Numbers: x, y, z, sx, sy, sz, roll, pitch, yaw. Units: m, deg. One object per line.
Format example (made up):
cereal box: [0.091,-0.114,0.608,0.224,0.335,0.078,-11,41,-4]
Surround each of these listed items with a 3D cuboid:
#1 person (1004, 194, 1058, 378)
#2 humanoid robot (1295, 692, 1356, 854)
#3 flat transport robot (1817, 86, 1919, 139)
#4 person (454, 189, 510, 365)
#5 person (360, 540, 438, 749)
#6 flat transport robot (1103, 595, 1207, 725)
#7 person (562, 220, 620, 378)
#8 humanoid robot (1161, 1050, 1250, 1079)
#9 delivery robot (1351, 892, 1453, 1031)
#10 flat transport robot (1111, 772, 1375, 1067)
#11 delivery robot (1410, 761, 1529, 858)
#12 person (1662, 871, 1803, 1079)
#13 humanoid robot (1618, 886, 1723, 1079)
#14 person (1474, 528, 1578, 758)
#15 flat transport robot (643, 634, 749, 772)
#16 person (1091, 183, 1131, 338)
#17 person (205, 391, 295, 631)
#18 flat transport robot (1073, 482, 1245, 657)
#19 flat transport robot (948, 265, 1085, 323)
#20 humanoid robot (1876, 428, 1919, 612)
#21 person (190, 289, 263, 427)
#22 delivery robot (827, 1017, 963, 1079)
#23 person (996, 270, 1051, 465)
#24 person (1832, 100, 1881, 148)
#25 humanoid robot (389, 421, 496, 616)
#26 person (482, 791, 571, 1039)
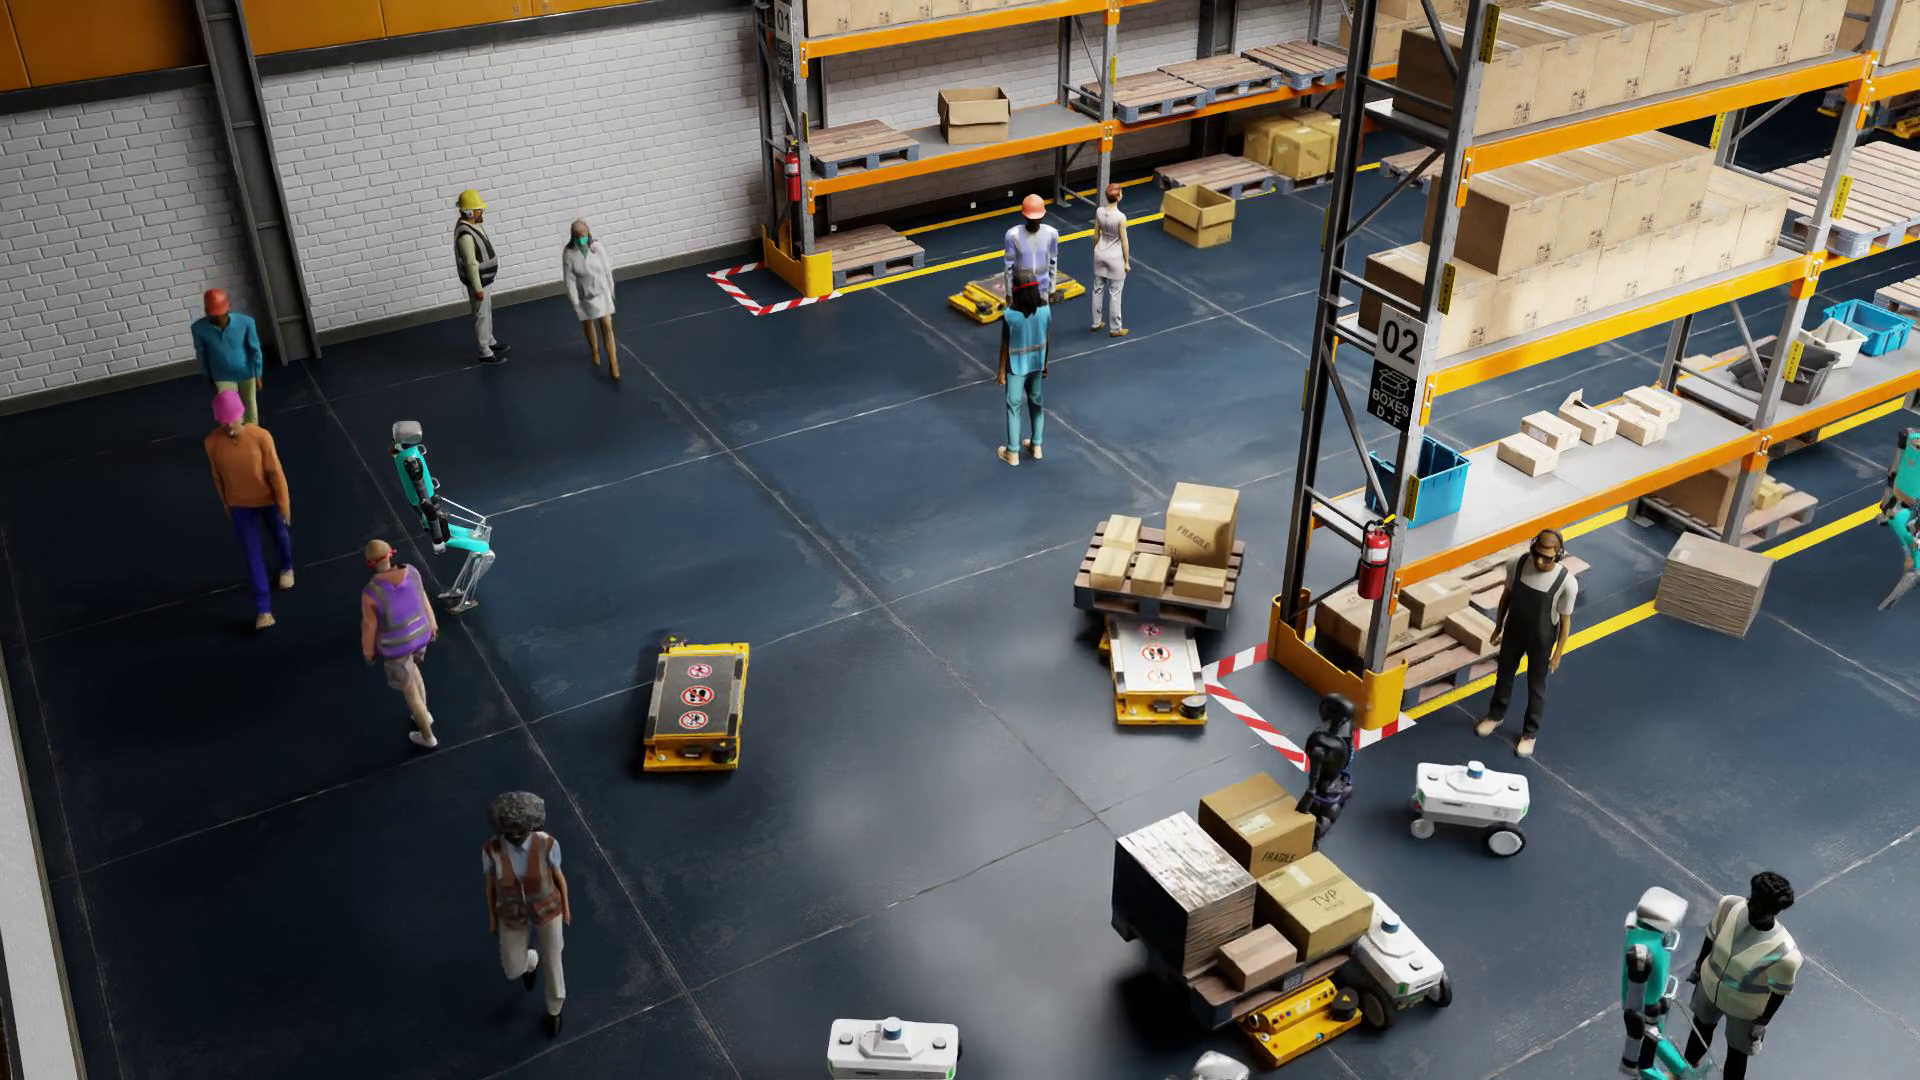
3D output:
person: [0.707,-2.509,16.515,0.544,1.939,0.370,-6,33,-9]
humanoid robot: [2.159,1.600,10.207,0.422,1.656,0.599,20,37,29]
flat transport robot: [13.092,-6.053,23.737,0.659,0.231,1.431,-18,36,-26]
person: [-4.879,-2.673,16.887,0.403,1.825,0.589,-5,32,-8]
person: [-3.946,0.709,11.617,0.556,1.672,0.522,19,37,28]
flat transport robot: [1.468,0.905,12.641,0.659,0.231,1.431,0,32,0]
person: [-3.687,-2.402,16.632,0.488,1.620,0.864,-7,33,-11]
humanoid robot: [1.255,2.967,8.004,0.530,1.804,0.796,15,35,22]
delivery robot: [2.529,2.466,9.874,0.499,0.586,0.783,-14,35,-21]
flat transport robot: [1.703,2.521,10.064,0.659,0.231,1.431,-18,36,-26]
delivery robot: [3.392,1.727,11.048,0.777,0.581,0.499,6,33,10]
person: [4.121,2.425,8.869,0.318,1.699,0.534,-15,35,-22]
humanoid robot: [3.672,2.592,8.577,0.717,1.788,0.535,18,36,26]
person: [3.941,0.687,11.526,0.370,1.833,0.513,-27,41,-36]
flat transport robot: [-1.921,1.178,12.205,0.659,0.231,1.431,-1,32,-2]
person: [1.589,-2.941,17.461,0.439,1.660,0.286,24,39,33]
person: [-5.510,-0.296,13.001,0.526,1.918,1.068,-9,33,-14]
flat transport robot: [1.570,0.507,13.276,0.659,0.231,1.431,9,33,13]
flat transport robot: [0.635,-2.765,18.493,1.431,0.231,0.659,-21,38,-29]
humanoid robot: [7.600,-0.152,13.034,0.769,1.850,0.547,-7,33,-12]
person: [-6.637,-1.532,15.183,0.549,1.690,0.874,-14,35,-21]
delivery robot: [-0.344,2.896,9.215,0.811,0.614,0.499,2,32,3]
person: [0.580,-1.556,15.071,0.498,1.861,0.393,-15,35,-23]
person: [10.759,-4.713,20.120,0.568,1.840,0.373,-17,36,-25]
humanoid robot: [-3.935,-0.210,12.910,0.735,1.677,0.533,-16,35,-24]
person: [-2.441,2.082,9.426,0.458,1.675,0.431,-6,33,-9]
